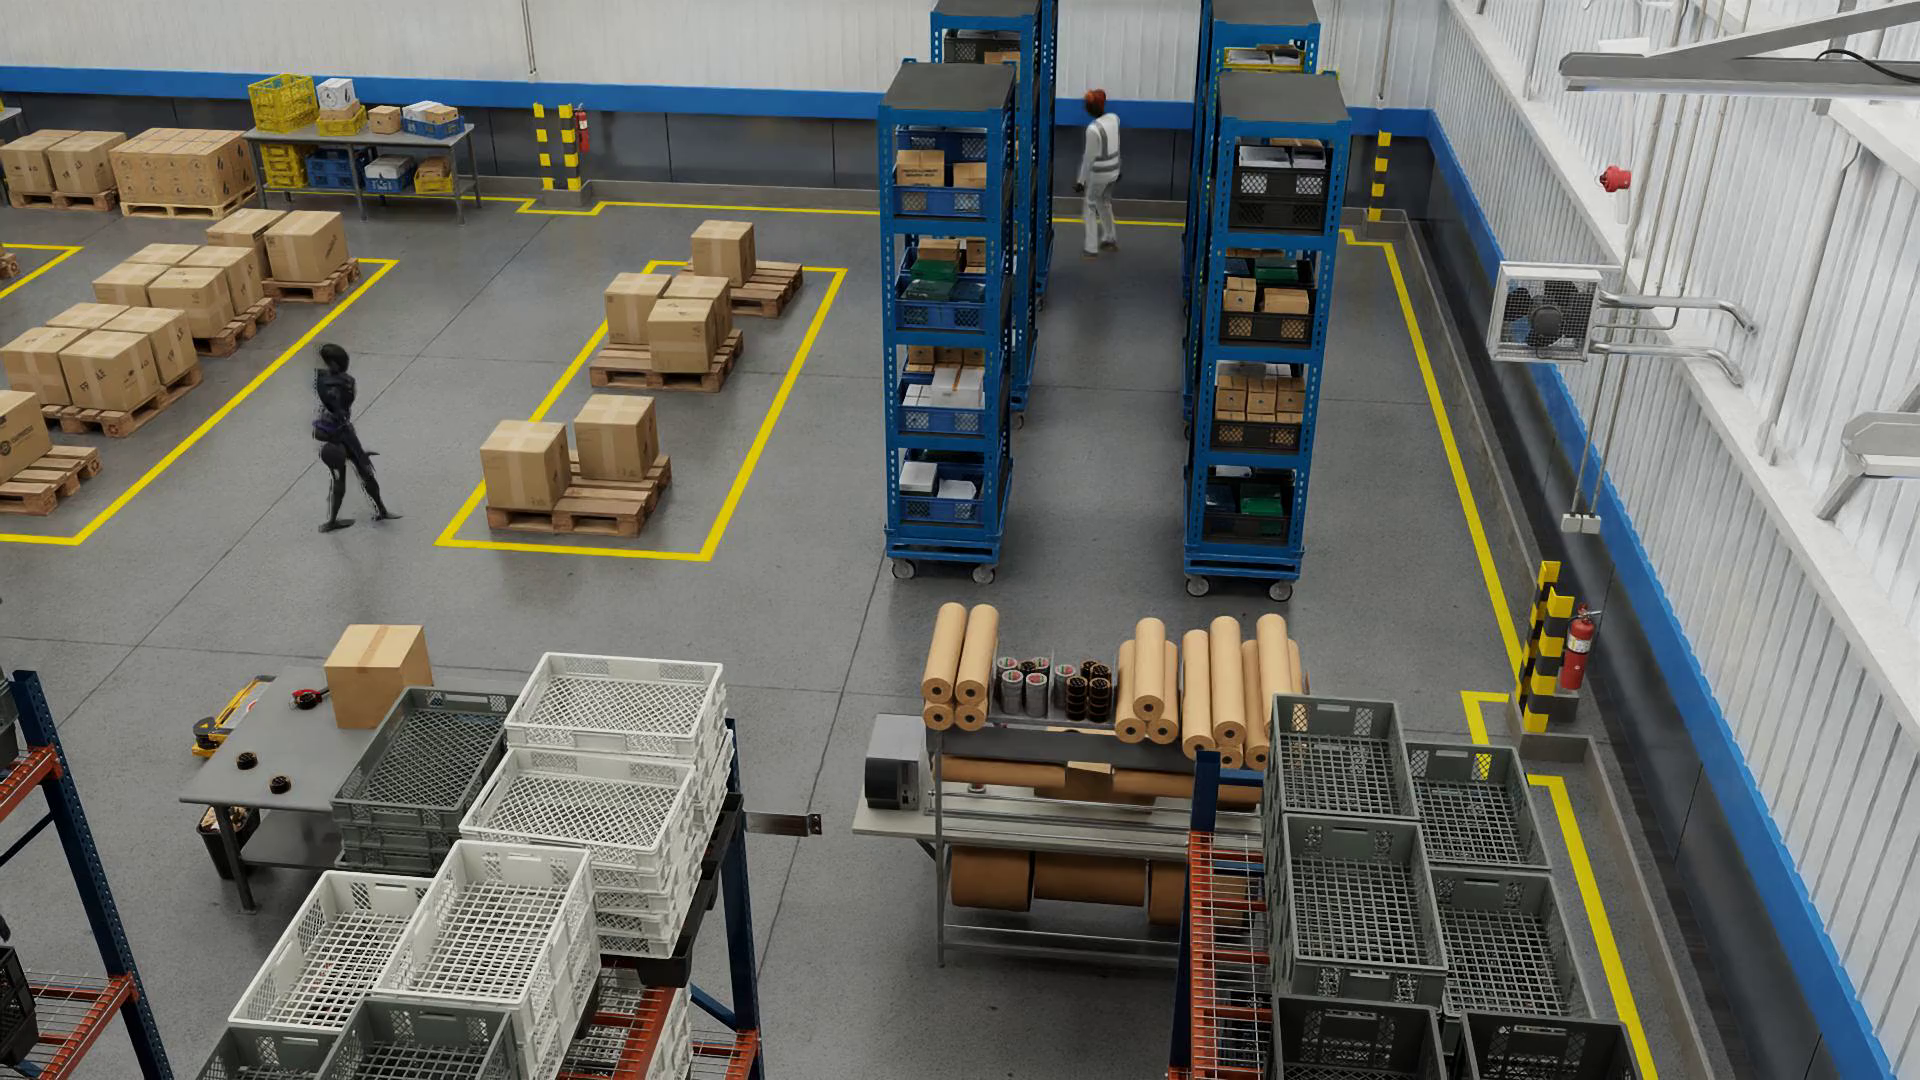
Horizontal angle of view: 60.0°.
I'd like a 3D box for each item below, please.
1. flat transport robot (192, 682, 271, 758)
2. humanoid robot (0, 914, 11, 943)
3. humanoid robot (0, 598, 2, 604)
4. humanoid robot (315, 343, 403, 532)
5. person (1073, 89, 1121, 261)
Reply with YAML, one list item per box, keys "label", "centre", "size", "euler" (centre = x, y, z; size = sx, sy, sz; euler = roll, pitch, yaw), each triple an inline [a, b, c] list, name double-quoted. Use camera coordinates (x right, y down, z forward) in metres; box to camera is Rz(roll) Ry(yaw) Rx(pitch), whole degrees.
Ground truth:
- label: "flat transport robot"
  centre: [-4.089, 1.163, 10.648]
  size: [1.431, 0.197, 0.652]
  euler: [3, 30, 6]
- label: "humanoid robot"
  centre: [-5.011, 1.808, 8.154]
  size: [0.610, 1.657, 0.310]
  euler: [3, 30, 5]
- label: "humanoid robot"
  centre: [-7.199, -0.232, 11.658]
  size: [0.610, 1.656, 0.310]
  euler: [3, 30, 5]
- label: "humanoid robot"
  centre: [-4.691, -0.796, 12.673]
  size: [0.667, 1.608, 0.622]
  euler: [0, 30, -1]
- label: "person"
  centre: [1.496, -3.918, 17.816]
  size: [0.438, 1.861, 0.627]
  euler: [20, 36, 30]
